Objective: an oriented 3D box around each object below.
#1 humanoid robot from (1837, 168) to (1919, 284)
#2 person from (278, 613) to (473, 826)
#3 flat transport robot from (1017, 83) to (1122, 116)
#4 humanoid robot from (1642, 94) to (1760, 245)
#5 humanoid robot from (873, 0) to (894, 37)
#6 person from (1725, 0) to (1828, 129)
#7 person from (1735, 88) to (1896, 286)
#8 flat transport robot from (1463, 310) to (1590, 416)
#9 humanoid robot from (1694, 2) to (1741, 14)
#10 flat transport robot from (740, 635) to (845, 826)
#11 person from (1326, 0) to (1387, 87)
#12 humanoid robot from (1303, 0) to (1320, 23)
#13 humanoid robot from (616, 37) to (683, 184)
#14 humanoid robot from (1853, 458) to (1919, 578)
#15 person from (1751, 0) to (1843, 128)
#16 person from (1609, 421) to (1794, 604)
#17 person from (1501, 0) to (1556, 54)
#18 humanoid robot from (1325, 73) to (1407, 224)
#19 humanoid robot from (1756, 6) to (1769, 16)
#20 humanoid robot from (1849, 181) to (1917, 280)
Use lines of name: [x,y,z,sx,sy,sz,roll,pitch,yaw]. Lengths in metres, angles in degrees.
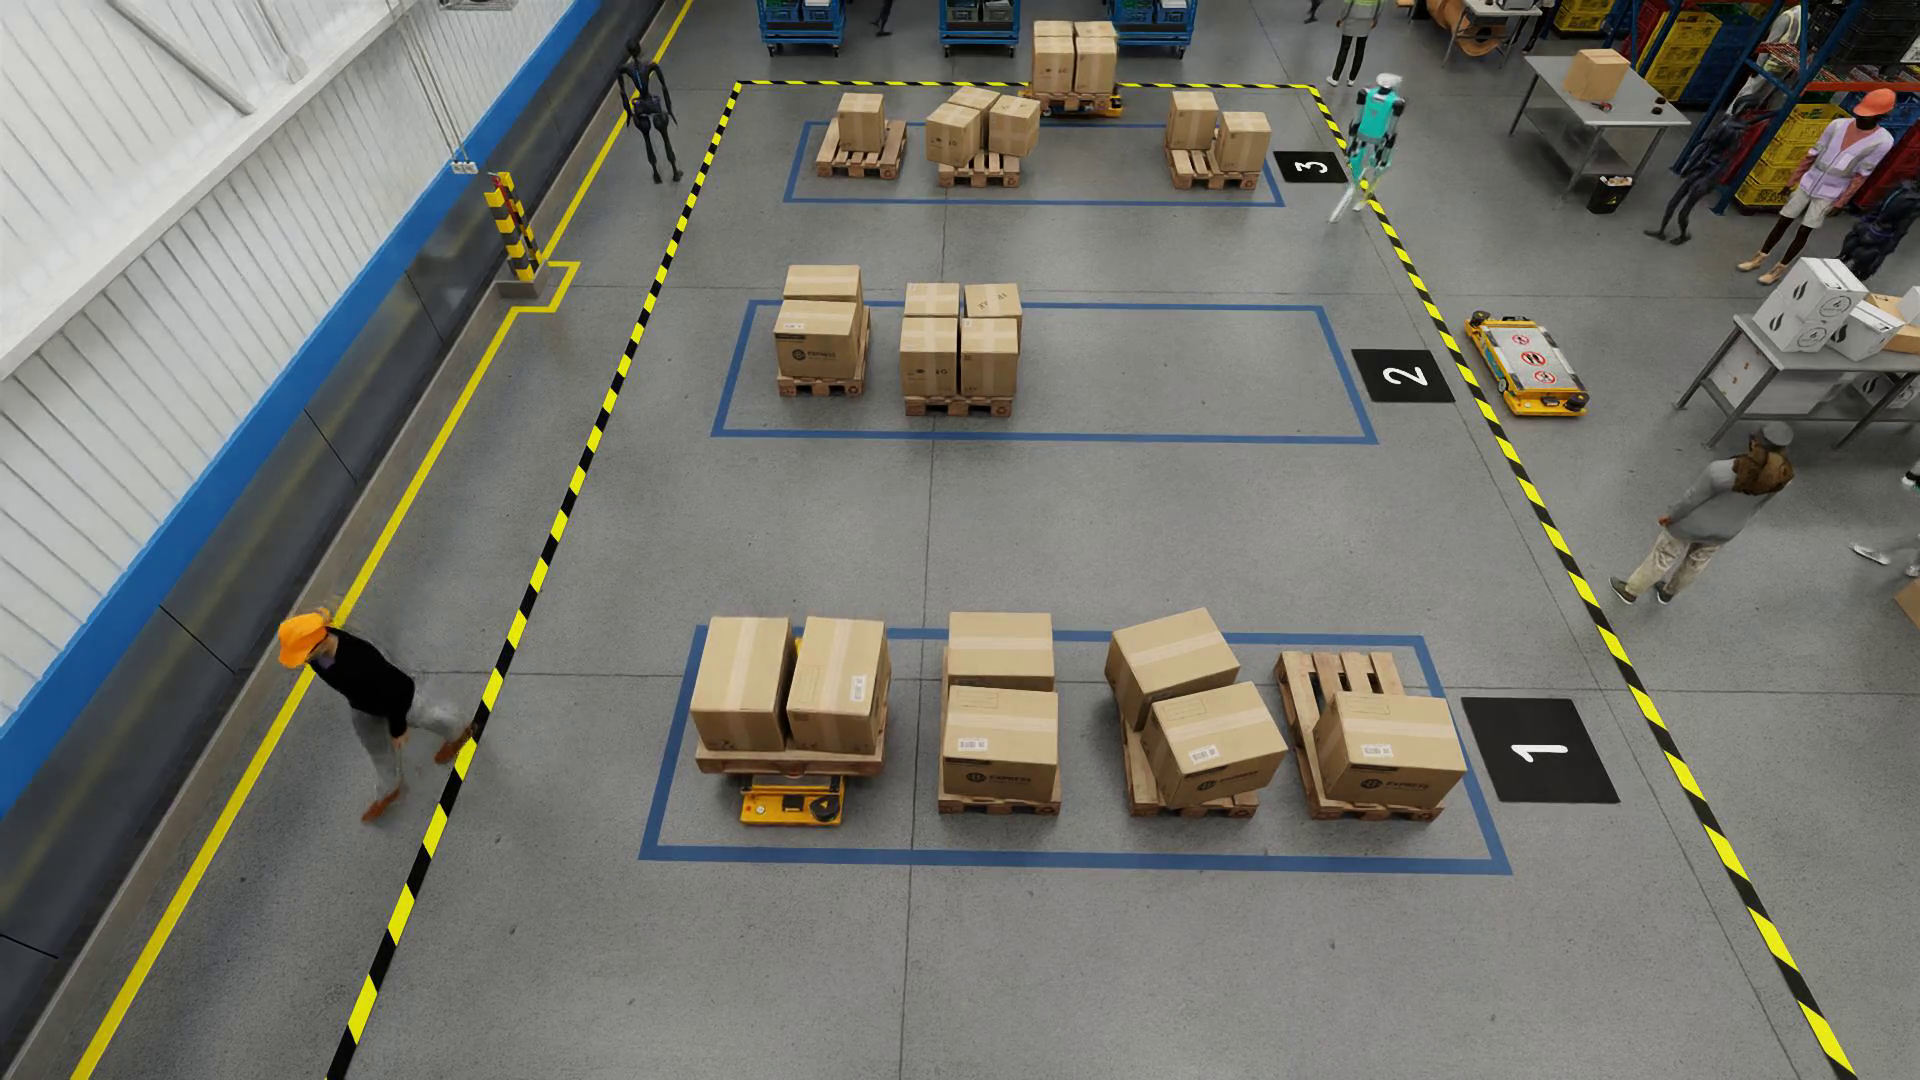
humanoid robot: [9.202,-3.026,9.241,0.612,1.641,0.604,8,50,7]
person: [-3.608,1.069,5.569,0.597,1.838,0.934,16,51,13]
flat transport robot: [1.534,-6.209,12.889,1.431,0.197,0.652,1,49,1]
humanoid robot: [8.261,-4.043,10.129,0.483,1.662,0.593,8,50,6]
humanoid robot: [-1.128,-8.618,14.068,0.454,1.626,0.629,-18,51,-15]
person: [10.492,-6.104,11.776,0.626,1.844,0.429,-9,50,-7]
person: [8.914,-3.642,9.526,0.404,2.031,0.607,-19,52,-16]
flat transport robot: [5.573,-1.757,9.054,0.659,0.231,1.431,1,49,1]
humanoid robot: [10.994,-7.823,13.244,0.534,1.677,0.735,-36,58,-27]
flat transport robot: [-1.097,1.275,6.411,0.652,0.197,1.431,1,49,1]
person: [5.605,-7.353,12.853,0.587,1.849,0.396,3,49,3]
humanoid robot: [5.759,-9.085,14.467,0.364,1.650,0.599,-24,53,-19]
humanoid robot: [-3.763,-5.168,11.065,0.599,1.657,0.315,-8,50,-7]
humanoid robot: [7.540,-0.380,6.893,0.609,1.779,0.828,-3,49,-2]
person: [10.878,-6.220,11.888,0.588,1.823,0.403,-36,58,-27]
person: [5.420,-0.142,6.666,0.564,1.762,0.406,4,49,3]
person: [8.754,-8.335,13.625,0.361,1.965,0.612,-32,56,-25]
humanoid robot: [4.692,-4.443,10.421,0.548,1.748,1.047,36,58,27]
humanoid robot: [13.267,-9.195,14.557,0.599,1.654,0.383,5,49,4]
humanoid robot: [9.528,-3.161,9.337,0.322,1.652,0.609,34,57,26]
